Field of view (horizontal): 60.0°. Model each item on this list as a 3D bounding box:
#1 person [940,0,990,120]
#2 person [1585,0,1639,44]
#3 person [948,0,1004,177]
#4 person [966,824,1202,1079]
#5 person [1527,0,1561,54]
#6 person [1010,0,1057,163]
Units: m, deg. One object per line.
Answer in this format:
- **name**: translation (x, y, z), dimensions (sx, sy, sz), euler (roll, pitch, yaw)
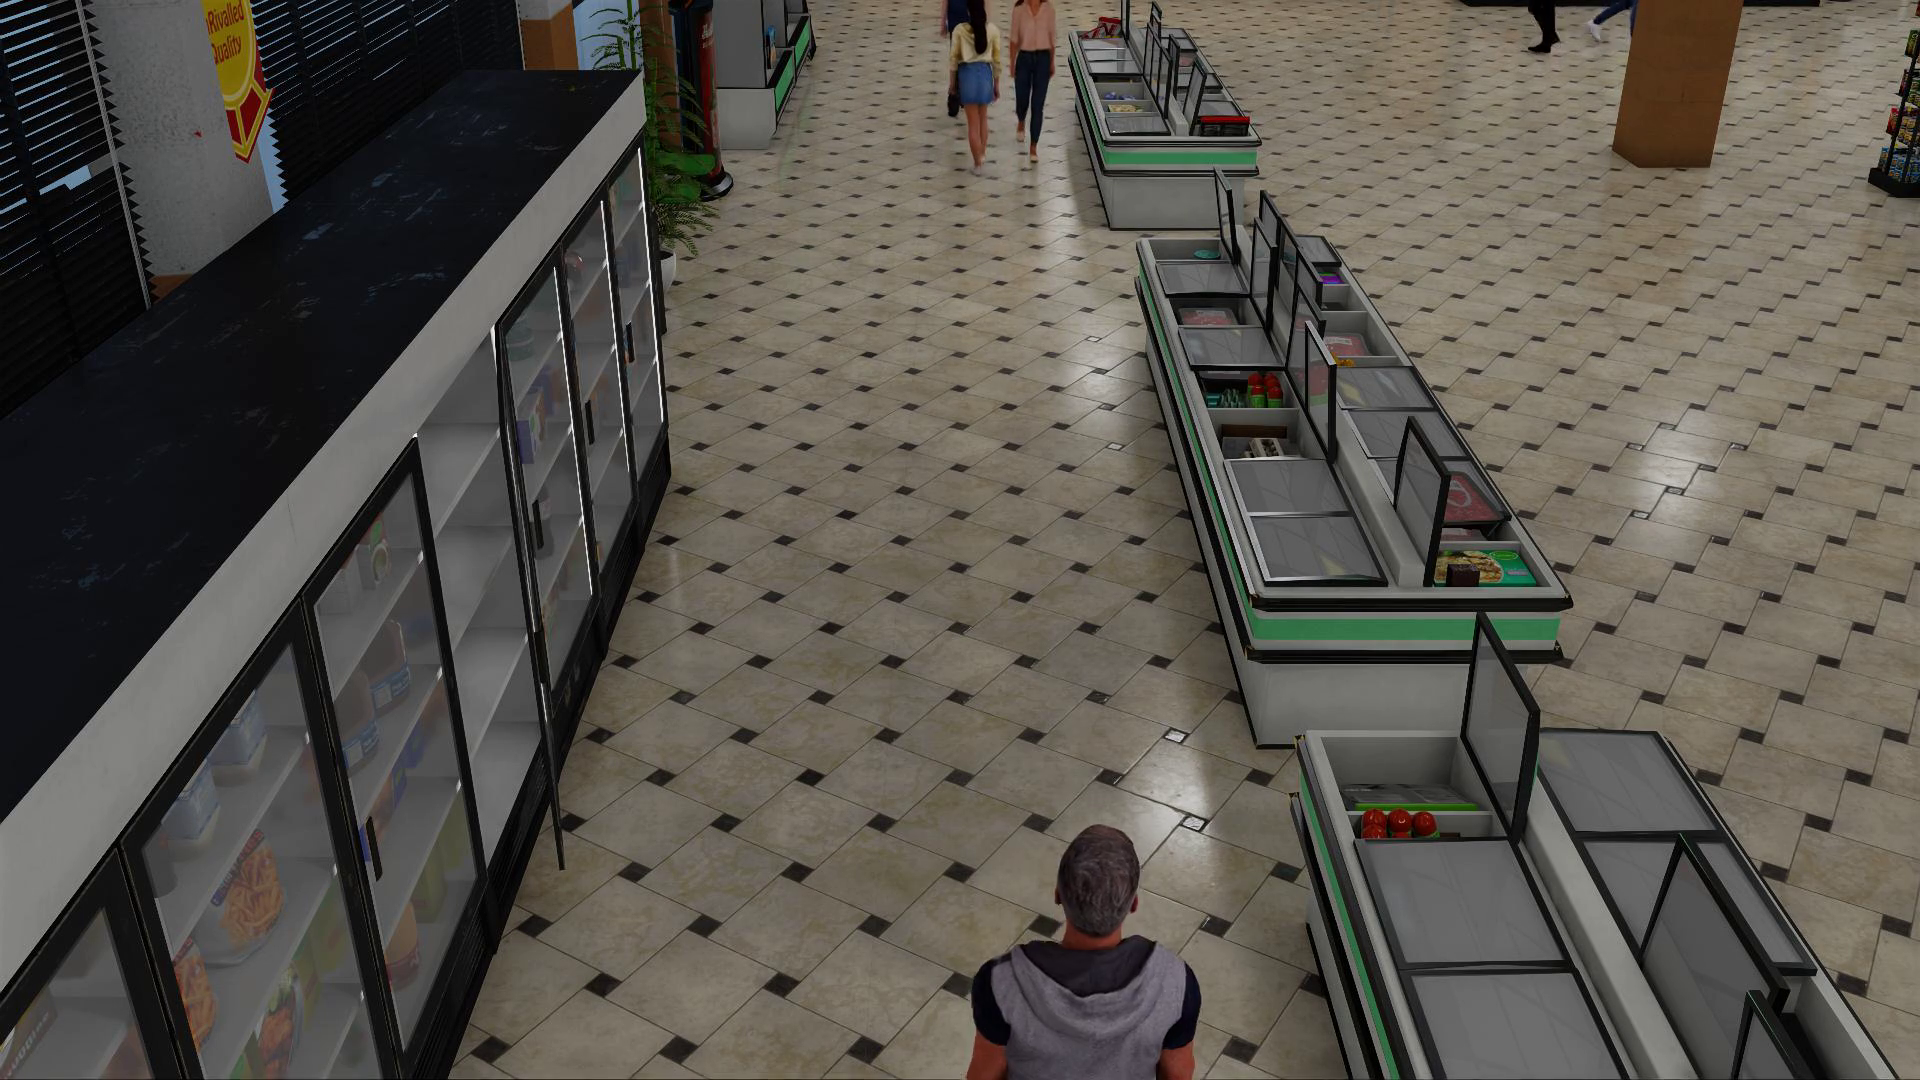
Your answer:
- **person**: translation (0.028, -5.261, 17.266), dimensions (0.976, 1.813, 1.312), euler (9, 28, 18)
- **person**: translation (8.448, -7.184, 21.030), dimensions (1.157, 1.839, 1.198), euler (17, 31, 30)
- **person**: translation (0.158, -4.181, 15.359), dimensions (0.742, 1.611, 0.852), euler (-6, 28, -12)
- **person**: translation (0.276, 1.508, 3.919), dimensions (0.709, 1.812, 0.807), euler (-1, 27, -2)
- **person**: translation (7.440, -6.961, 20.612), dimensions (0.924, 1.819, 0.849), euler (19, 32, 32)
- **person**: translation (0.693, -4.555, 15.916), dimensions (0.622, 1.774, 0.909), euler (-2, 27, -3)
